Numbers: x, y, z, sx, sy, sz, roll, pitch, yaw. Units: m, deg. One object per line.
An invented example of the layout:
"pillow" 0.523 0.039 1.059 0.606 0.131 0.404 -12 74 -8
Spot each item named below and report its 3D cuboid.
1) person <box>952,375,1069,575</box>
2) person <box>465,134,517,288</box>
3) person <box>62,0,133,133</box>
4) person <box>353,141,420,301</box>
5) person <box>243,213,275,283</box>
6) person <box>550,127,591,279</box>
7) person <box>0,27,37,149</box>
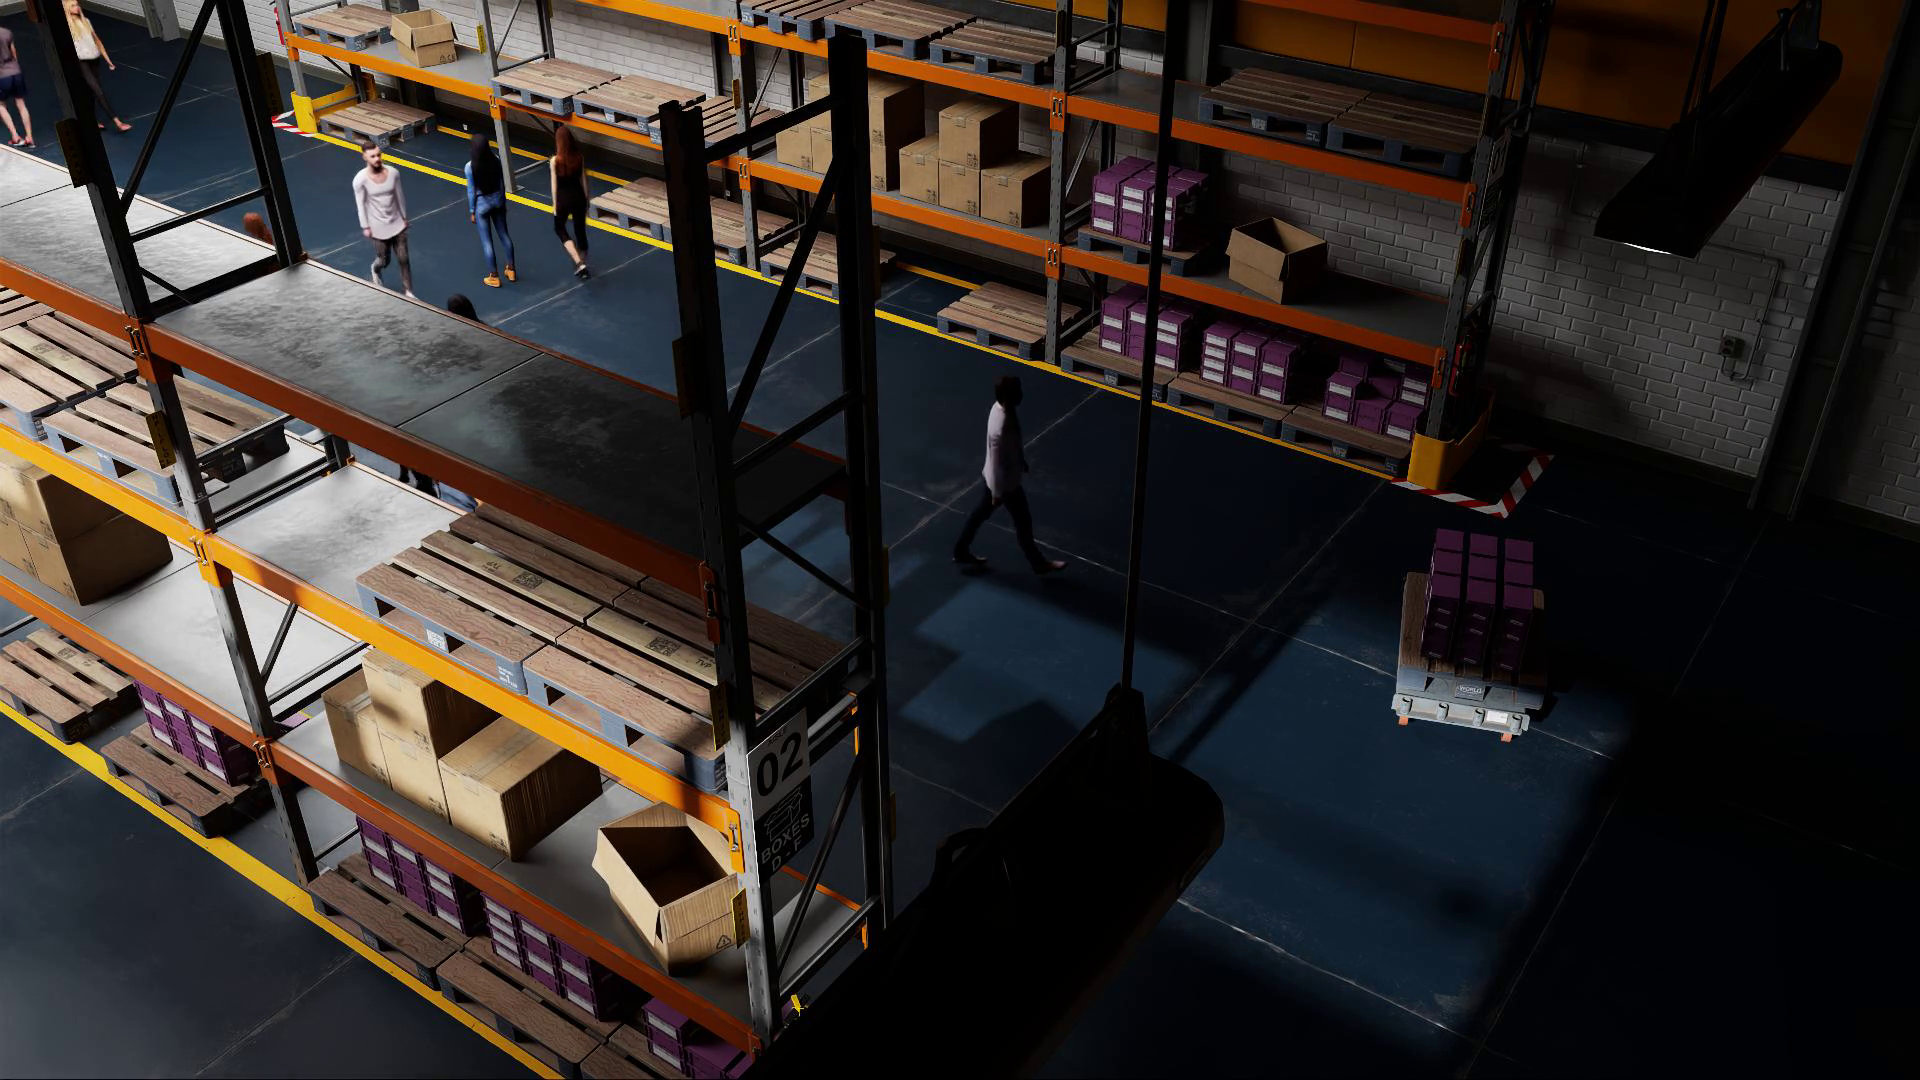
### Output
"person" 0.253 -0.501 13.353 1.284 1.805 1.131 0 34 0
"person" -5.114 -3.599 18.099 0.564 1.711 0.632 29 43 36
"person" -11.664 -6.308 22.101 1.134 1.793 0.804 11 35 17
"person" -6.132 -3.378 17.666 0.838 1.823 1.068 -25 41 -33
"person" -6.667 -2.388 16.303 1.016 1.682 0.611 20 38 27
"person" -4.220 -3.639 18.156 0.723 1.715 0.798 -19 38 -27
"person" -12.311 -5.983 21.568 0.601 1.841 0.644 20 39 27
